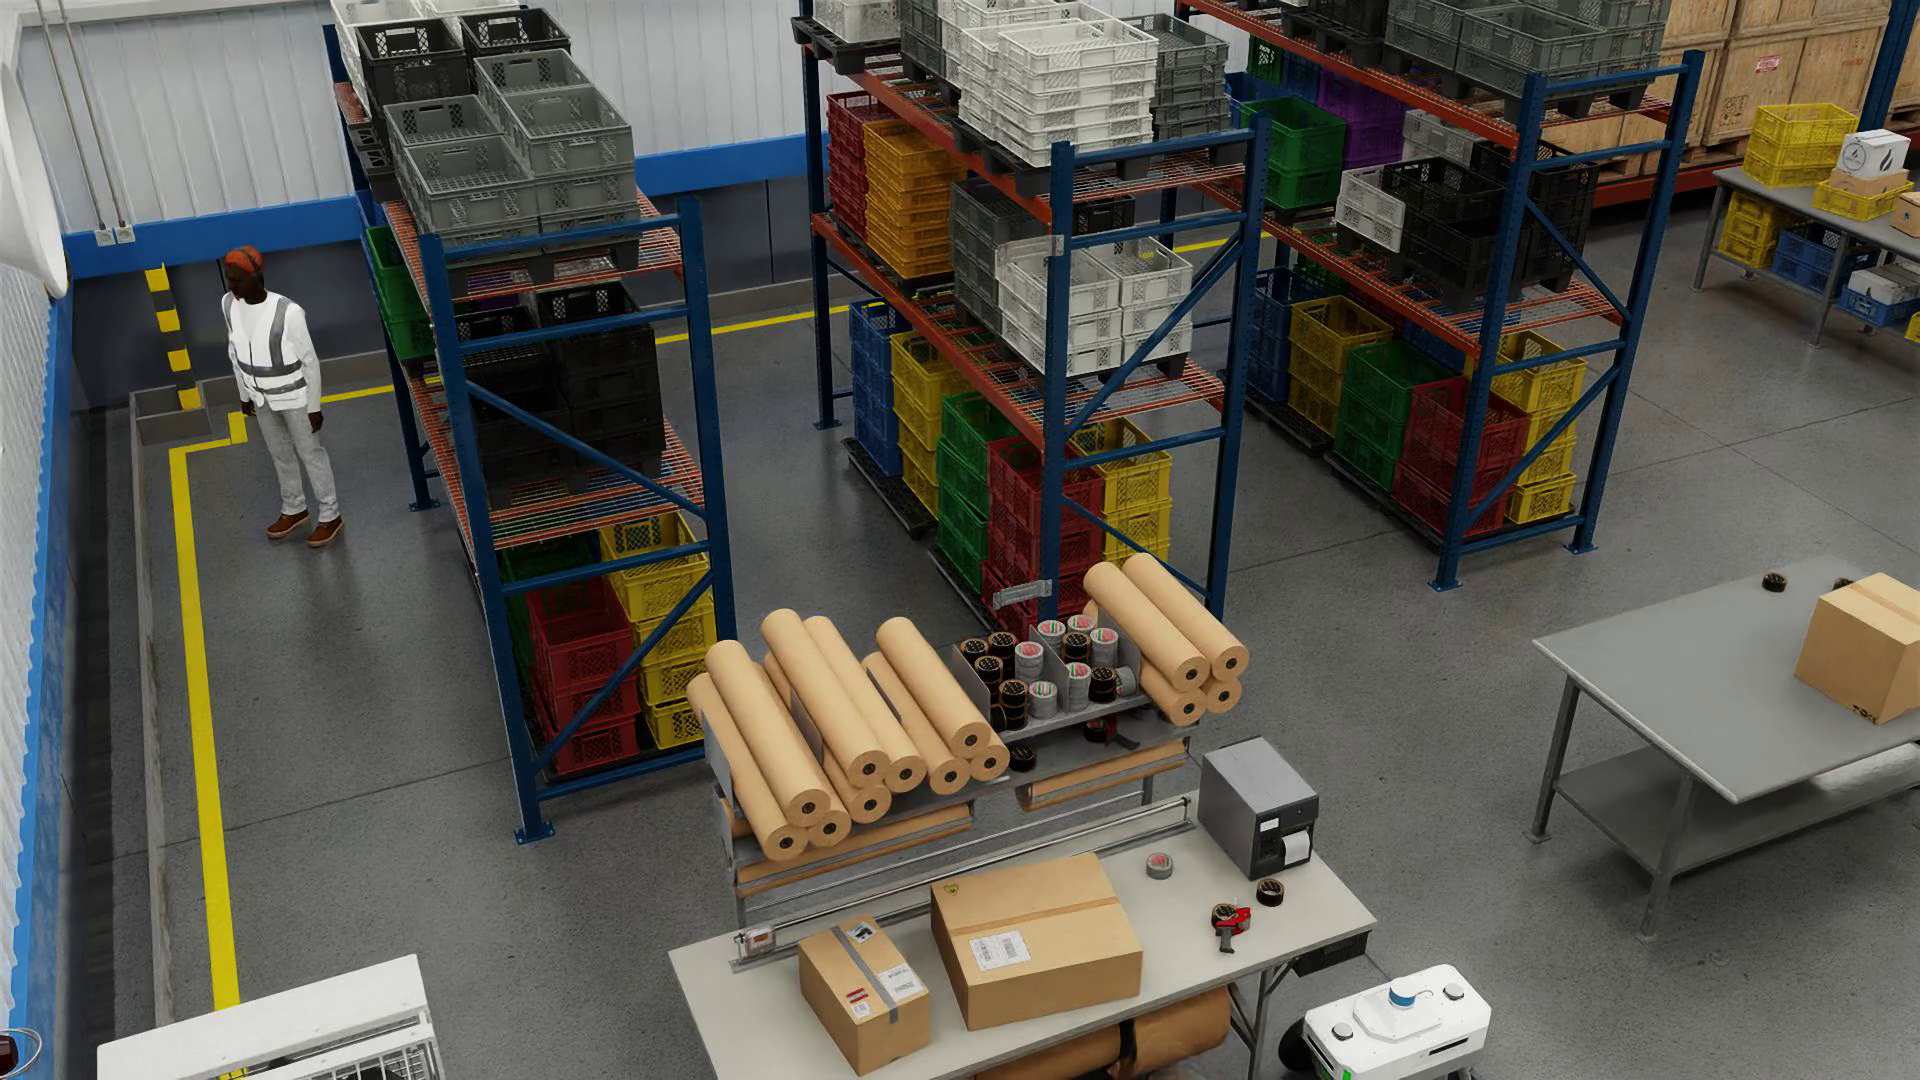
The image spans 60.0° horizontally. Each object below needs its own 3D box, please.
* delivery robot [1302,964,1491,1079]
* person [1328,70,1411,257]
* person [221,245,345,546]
[{"bbox_3d":[1.699,1.912,6.484,0.707,0.478,0.477,-13,34,-19],"label":"delivery robot"},{"bbox_3d":[3.331,-3.295,13.728,0.625,1.933,0.374,19,36,27],"label":"person"},{"bbox_3d":[-4.000,-0.839,9.779,0.584,1.882,0.337,12,33,18],"label":"person"}]
